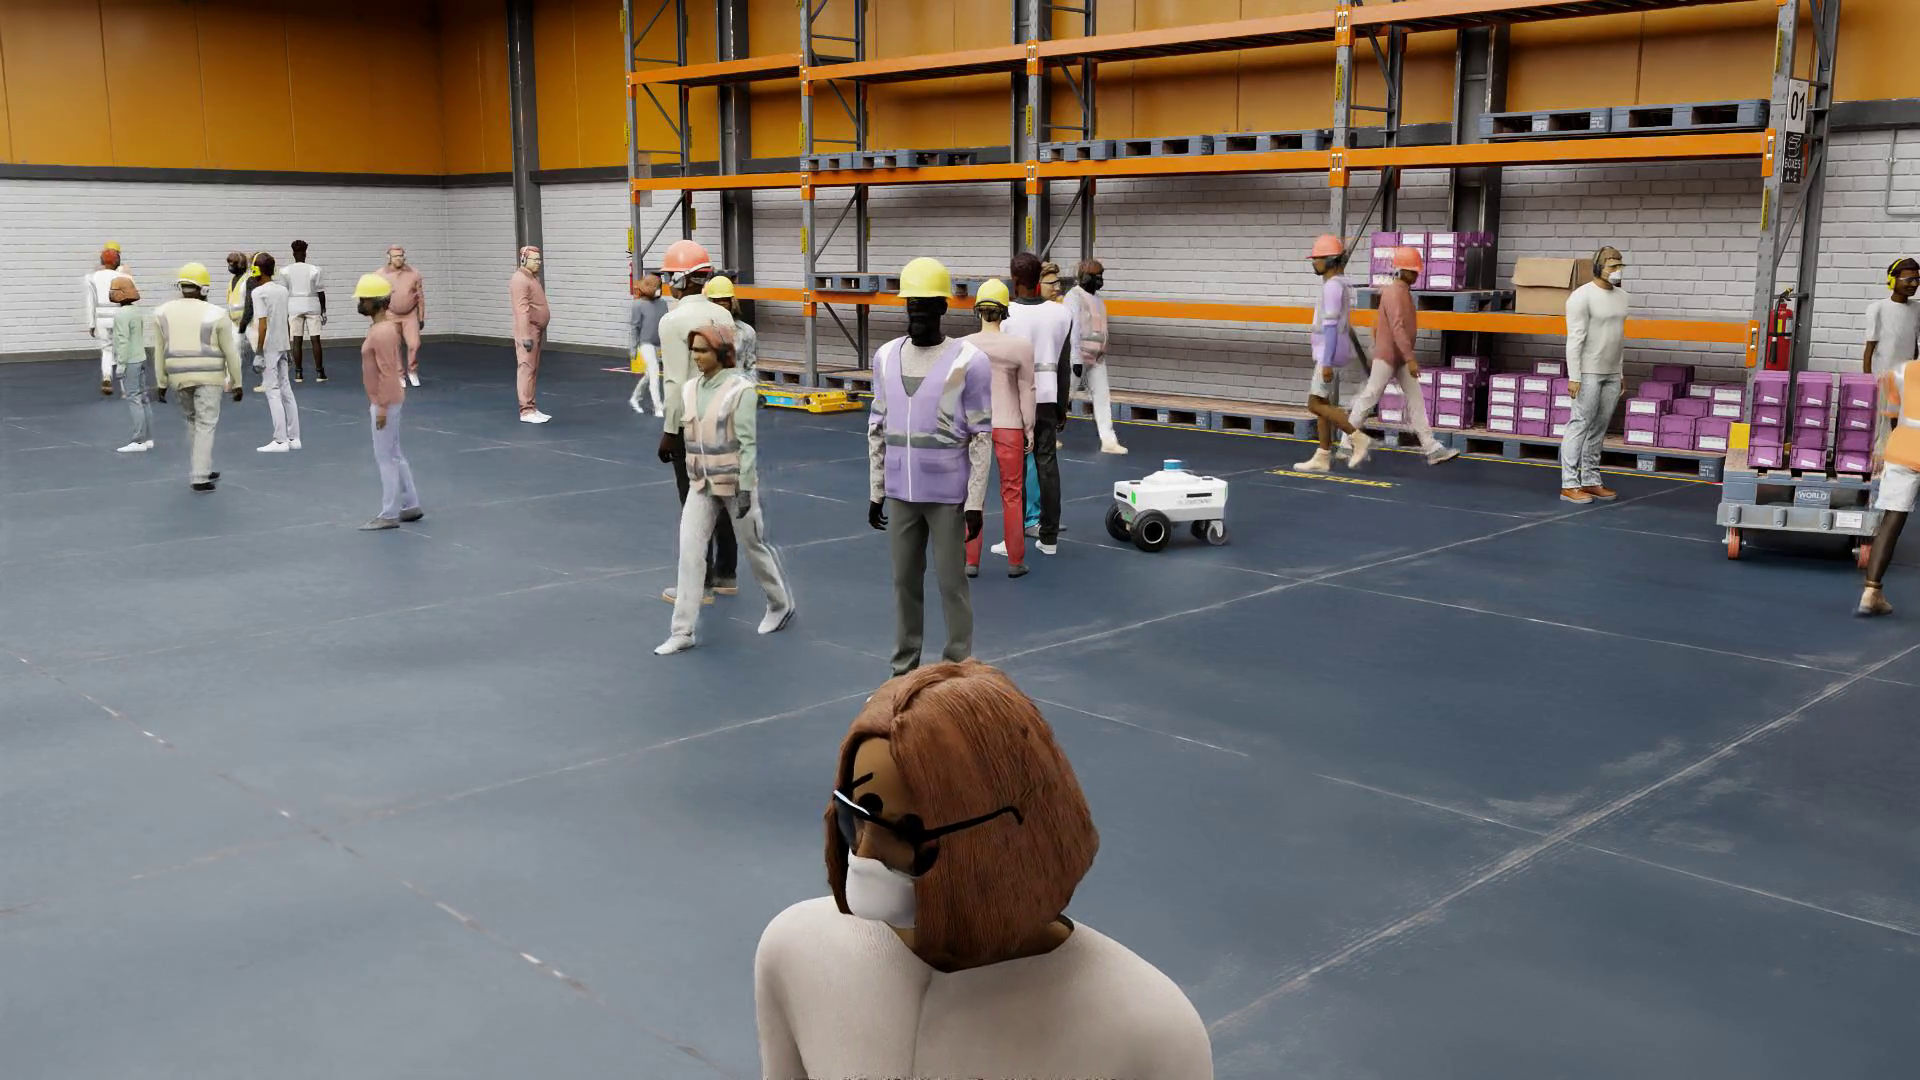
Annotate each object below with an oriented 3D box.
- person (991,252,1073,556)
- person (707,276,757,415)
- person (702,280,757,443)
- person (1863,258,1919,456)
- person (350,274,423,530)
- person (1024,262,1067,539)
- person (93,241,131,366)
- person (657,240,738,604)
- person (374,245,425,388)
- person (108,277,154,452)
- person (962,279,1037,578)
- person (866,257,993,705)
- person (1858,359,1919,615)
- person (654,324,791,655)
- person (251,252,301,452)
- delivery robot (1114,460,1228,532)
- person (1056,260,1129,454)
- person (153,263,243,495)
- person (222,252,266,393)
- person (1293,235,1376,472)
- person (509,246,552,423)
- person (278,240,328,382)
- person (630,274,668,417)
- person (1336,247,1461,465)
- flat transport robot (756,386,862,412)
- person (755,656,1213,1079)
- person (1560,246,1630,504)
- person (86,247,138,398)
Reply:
[{"bbox_3d":[0.429,-0.843,10.474,0.593,1.920,0.391,-5,11,-25],"label":"person"},{"bbox_3d":[-1.640,-0.948,11.527,0.484,1.744,0.294,-3,11,-16],"label":"person"},{"bbox_3d":[-2.382,-1.793,15.771,0.520,1.899,0.712,5,11,24],"label":"person"},{"bbox_3d":[6.906,-1.156,12.360,0.507,1.858,0.352,-3,11,-15],"label":"person"},{"bbox_3d":[-3.993,-0.946,11.500,0.337,1.780,0.526,-3,11,-18],"label":"person"},{"bbox_3d":[0.514,-0.940,11.200,0.390,1.846,0.565,3,11,18],"label":"person"},{"bbox_3d":[-13.055,-3.648,25.744,0.587,1.928,0.364,0,10,1],"label":"person"},{"bbox_3d":[-1.464,-0.643,9.174,0.395,1.994,0.612,5,12,26],"label":"person"},{"bbox_3d":[-7.408,-2.942,21.998,0.661,1.887,0.484,-5,11,-24],"label":"person"},{"bbox_3d":[-7.817,-1.645,15.644,0.310,1.635,0.504,-2,11,-9],"label":"person"},{"bbox_3d":[0.192,-0.649,9.833,0.522,1.768,0.312,1,10,5],"label":"person"},{"bbox_3d":[-0.142,-0.218,7.033,0.588,1.930,0.360,6,12,30],"label":"person"},{"bbox_3d":[5.176,-0.414,8.871,0.869,1.648,0.538,-7,12,-32],"label":"person"},{"bbox_3d":[-1.146,-0.269,8.231,0.525,1.604,0.839,7,13,34],"label":"person"},{"bbox_3d":[-6.447,-1.753,15.585,0.313,1.864,0.530,2,11,11],"label":"person"},{"bbox_3d":[1.381,-0.282,10.868,0.707,0.478,0.477,-3,11,-17],"label":"delivery robot"},{"bbox_3d":[1.127,-1.716,15.609,0.960,1.803,0.631,8,13,36],"label":"person"},{"bbox_3d":[-5.979,-1.283,13.190,0.616,1.798,0.815,0,10,0],"label":"person"},{"bbox_3d":[-9.249,-2.773,21.327,0.622,1.798,0.902,7,13,35],"label":"person"},{"bbox_3d":[3.175,-1.554,14.057,0.587,2.028,0.620,2,11,13],"label":"person"},{"bbox_3d":[-4.654,-2.230,18.084,0.401,1.904,0.640,-1,10,-5],"label":"person"},{"bbox_3d":[-9.073,-3.162,23.011,0.602,1.959,0.371,-3,11,-15],"label":"person"},{"bbox_3d":[-3.518,-2.196,18.747,0.807,1.597,0.483,7,13,35],"label":"person"},{"bbox_3d":[3.861,-1.610,14.681,1.105,1.926,0.607,6,12,32],"label":"person"},{"bbox_3d":[-1.871,-1.658,19.412,1.431,0.197,0.652,9,14,41],"label":"flat transport robot"},{"bbox_3d":[0.000,0.912,1.684,0.503,1.631,0.282,5,11,25],"label":"person"},{"bbox_3d":[4.835,-1.250,12.641,0.635,1.937,0.353,-7,12,-33],"label":"person"},{"bbox_3d":[-10.518,-2.690,20.675,0.607,1.870,0.470,-2,11,-9],"label":"person"}]
